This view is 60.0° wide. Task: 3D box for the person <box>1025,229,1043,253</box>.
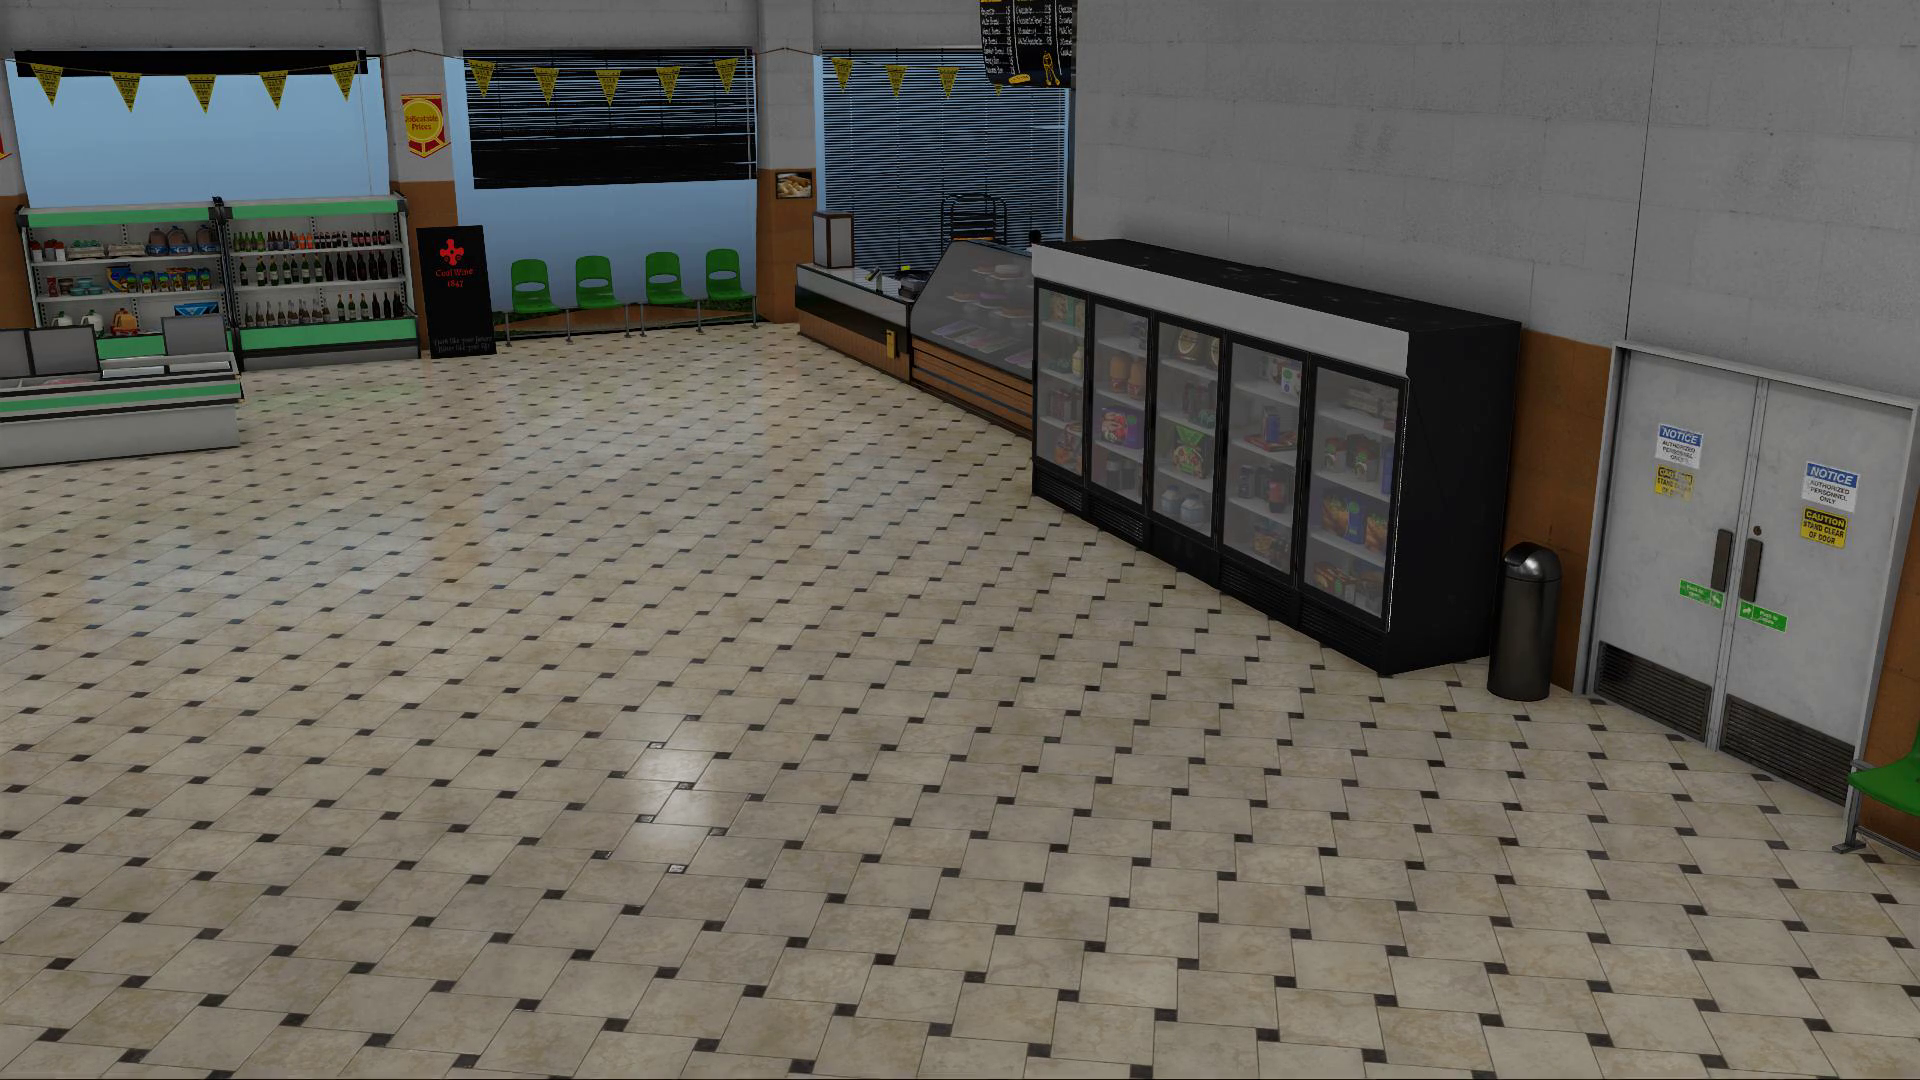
[{"bbox_3d":[1.147,-4.102,25.356,0.545,1.262,0.627,1,17,2],"label":"person"}]
